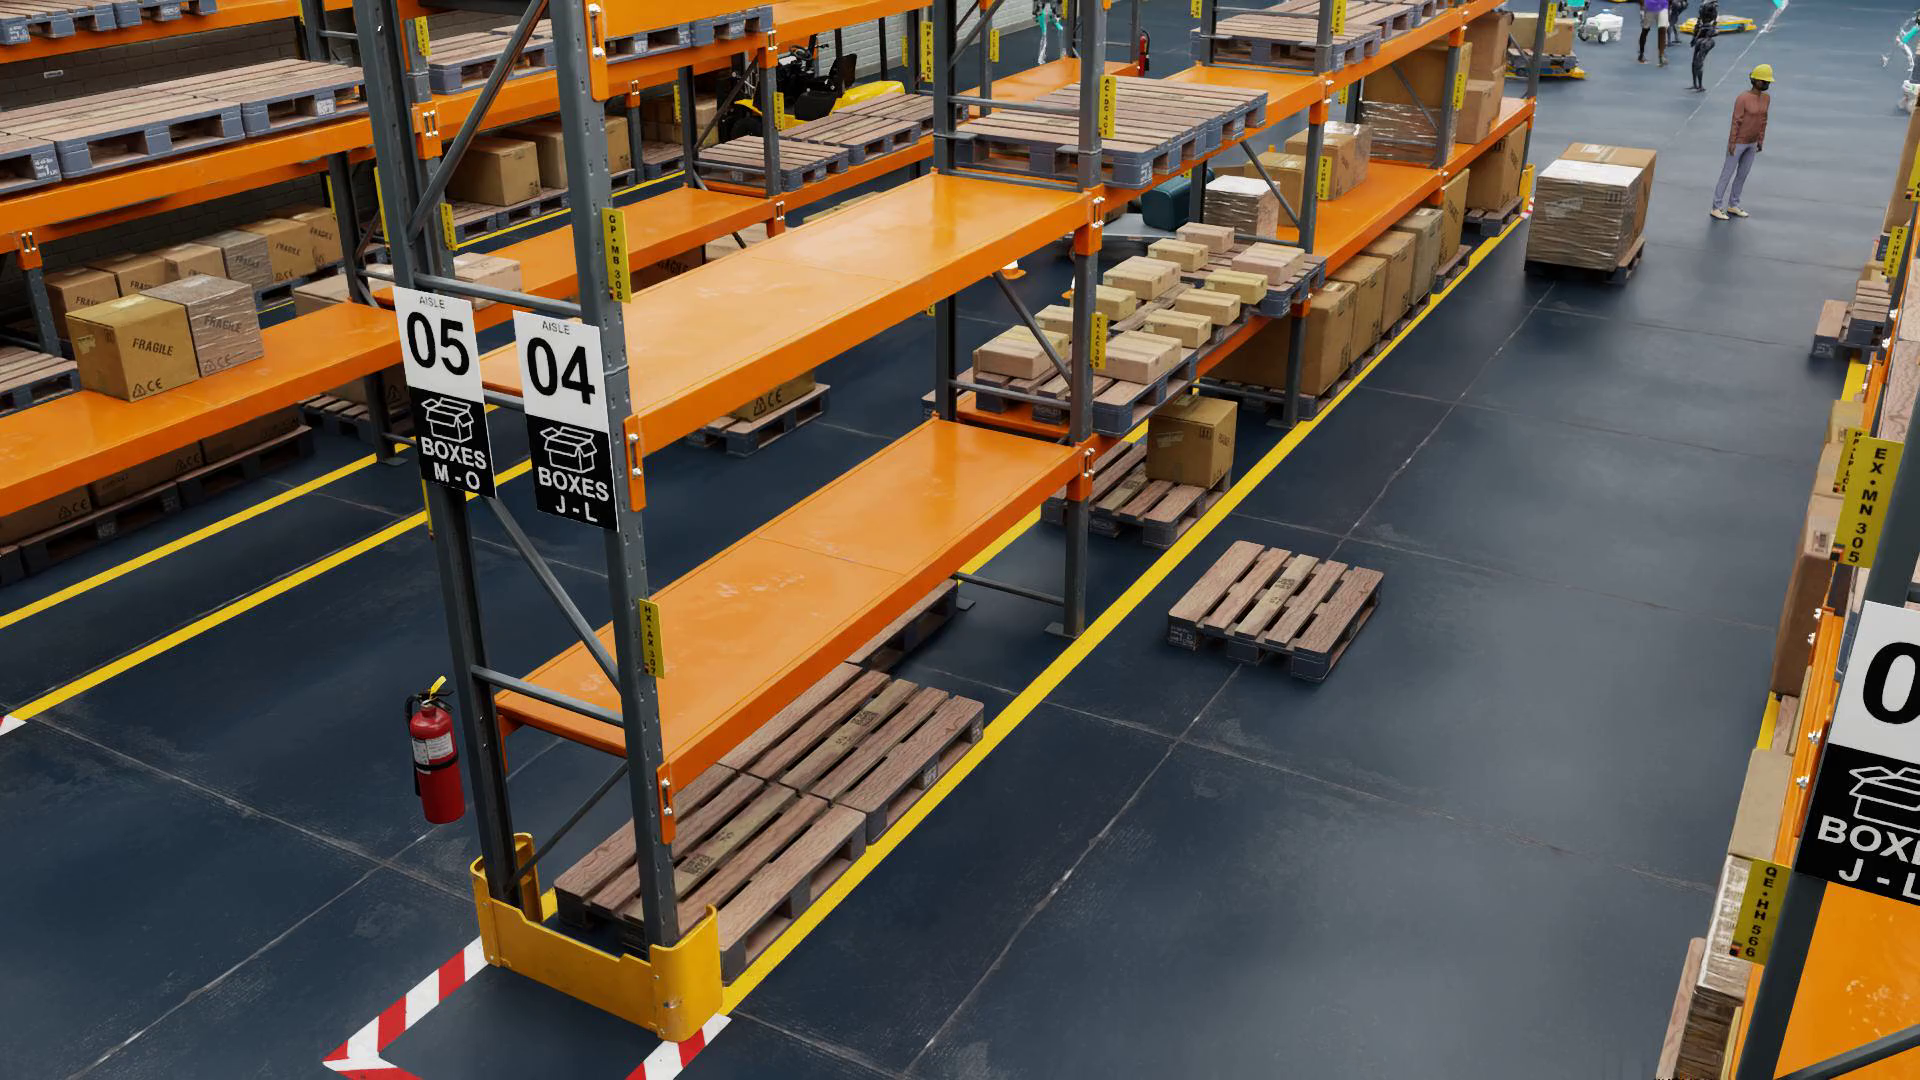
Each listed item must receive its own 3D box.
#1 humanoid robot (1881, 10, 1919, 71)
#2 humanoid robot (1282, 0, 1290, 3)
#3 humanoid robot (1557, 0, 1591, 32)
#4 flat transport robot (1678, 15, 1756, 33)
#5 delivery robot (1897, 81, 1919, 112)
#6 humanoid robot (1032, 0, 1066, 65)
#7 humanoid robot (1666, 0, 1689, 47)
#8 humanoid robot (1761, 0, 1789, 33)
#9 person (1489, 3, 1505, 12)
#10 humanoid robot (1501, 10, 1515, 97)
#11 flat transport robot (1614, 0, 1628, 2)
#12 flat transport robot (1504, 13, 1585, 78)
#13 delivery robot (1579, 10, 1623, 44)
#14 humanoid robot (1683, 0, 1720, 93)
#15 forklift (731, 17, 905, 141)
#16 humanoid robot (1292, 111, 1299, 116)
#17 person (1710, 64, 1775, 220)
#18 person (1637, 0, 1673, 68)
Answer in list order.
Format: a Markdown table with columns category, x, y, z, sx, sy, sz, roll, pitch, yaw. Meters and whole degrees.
| category | x | y | z | sx | sy | sz | roll | pitch | yaw |
| --- | --- | --- | --- | --- | --- | --- | --- | --- | --- |
| humanoid robot | 15.940 | -8.730 | 27.823 | 0.558 | 1.795 | 0.941 | -16 | 30 | -30 |
| humanoid robot | 6.868 | -11.972 | 34.661 | 0.706 | 1.909 | 0.548 | -7 | 26 | -13 |
| humanoid robot | 10.018 | -8.555 | 27.531 | 0.530 | 1.866 | 0.772 | -5 | 26 | -10 |
| flat transport robot | 14.486 | -9.858 | 31.826 | 1.431 | 0.231 | 0.659 | -13 | 28 | -24 |
| delivery robot | 14.563 | -6.722 | 24.965 | 0.768 | 0.581 | 0.499 | 0 | 26 | 0 |
| humanoid robot | 1.617 | -9.093 | 28.557 | 0.545 | 1.769 | 0.935 | 12 | 28 | 24 |
| humanoid robot | 12.953 | -9.758 | 29.992 | 0.613 | 1.654 | 0.309 | -16 | 30 | -30 |
| humanoid robot | 15.452 | -10.508 | 31.493 | 0.836 | 1.761 | 0.541 | 6 | 26 | 13 |
| person | 9.038 | -9.119 | 28.415 | 0.632 | 1.896 | 0.447 | -13 | 29 | -26 |
| humanoid robot | 7.683 | -6.723 | 23.729 | 0.756 | 1.625 | 0.603 | 4 | 26 | 9 |
| flat transport robot | 14.553 | -11.675 | 35.602 | 1.431 | 0.231 | 0.659 | -4 | 26 | -9 |
| flat transport robot | 9.574 | -7.836 | 27.624 | 1.431 | 0.231 | 0.659 | 2 | 26 | 5 |
| delivery robot | 11.880 | -9.483 | 30.708 | 0.787 | 0.587 | 0.499 | -16 | 30 | -29 |
| humanoid robot | 11.695 | -7.901 | 26.136 | 0.310 | 1.659 | 0.608 | -1 | 26 | -3 |
| forklift | -1.819 | -5.975 | 21.543 | 2.313 | 2.155 | 1.214 | 14 | 29 | 26 |
| humanoid robot | 4.972 | -7.131 | 24.541 | 0.603 | 1.643 | 0.537 | 19 | 32 | 35 |
| person | 9.049 | -4.572 | 19.130 | 0.522 | 1.761 | 0.343 | -11 | 28 | -22 |
| person | 11.798 | -8.968 | 28.084 | 0.620 | 1.907 | 0.979 | 1 | 26 | 2 |
